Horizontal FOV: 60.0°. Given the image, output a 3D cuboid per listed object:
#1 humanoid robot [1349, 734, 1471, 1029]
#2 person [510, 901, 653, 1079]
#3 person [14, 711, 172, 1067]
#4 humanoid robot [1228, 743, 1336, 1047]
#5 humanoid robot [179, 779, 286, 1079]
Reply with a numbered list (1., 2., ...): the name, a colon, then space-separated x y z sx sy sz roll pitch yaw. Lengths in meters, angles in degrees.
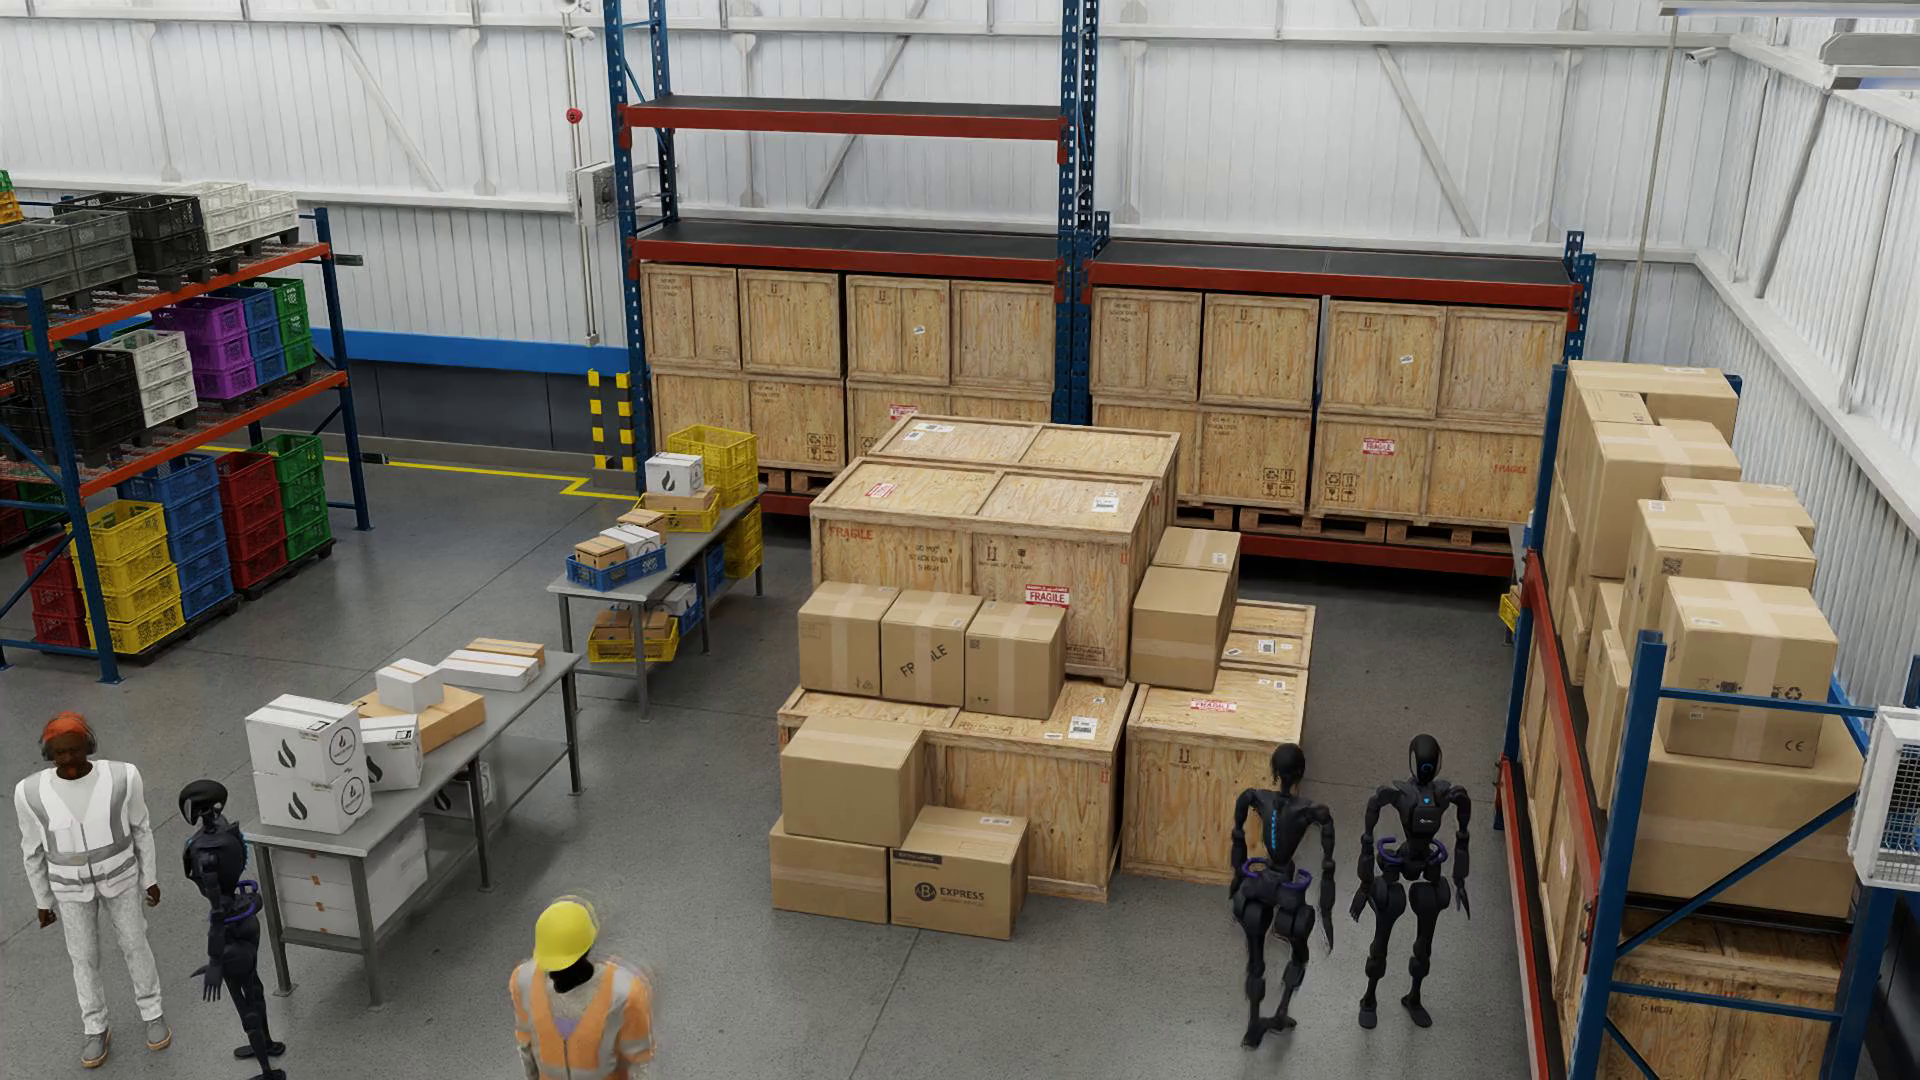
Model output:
1. humanoid robot: 2.307 1.746 8.485 0.612 1.657 0.308 -1 21 -2
2. person: -1.535 2.322 6.682 0.600 1.891 0.880 3 21 8
3. person: -4.296 1.724 8.278 0.573 1.881 0.356 -10 23 -24
4. humanoid robot: 1.621 1.792 8.398 0.618 1.644 0.452 11 24 27
5. humanoid robot: -3.553 1.907 8.065 0.326 1.657 0.595 -7 22 -17
